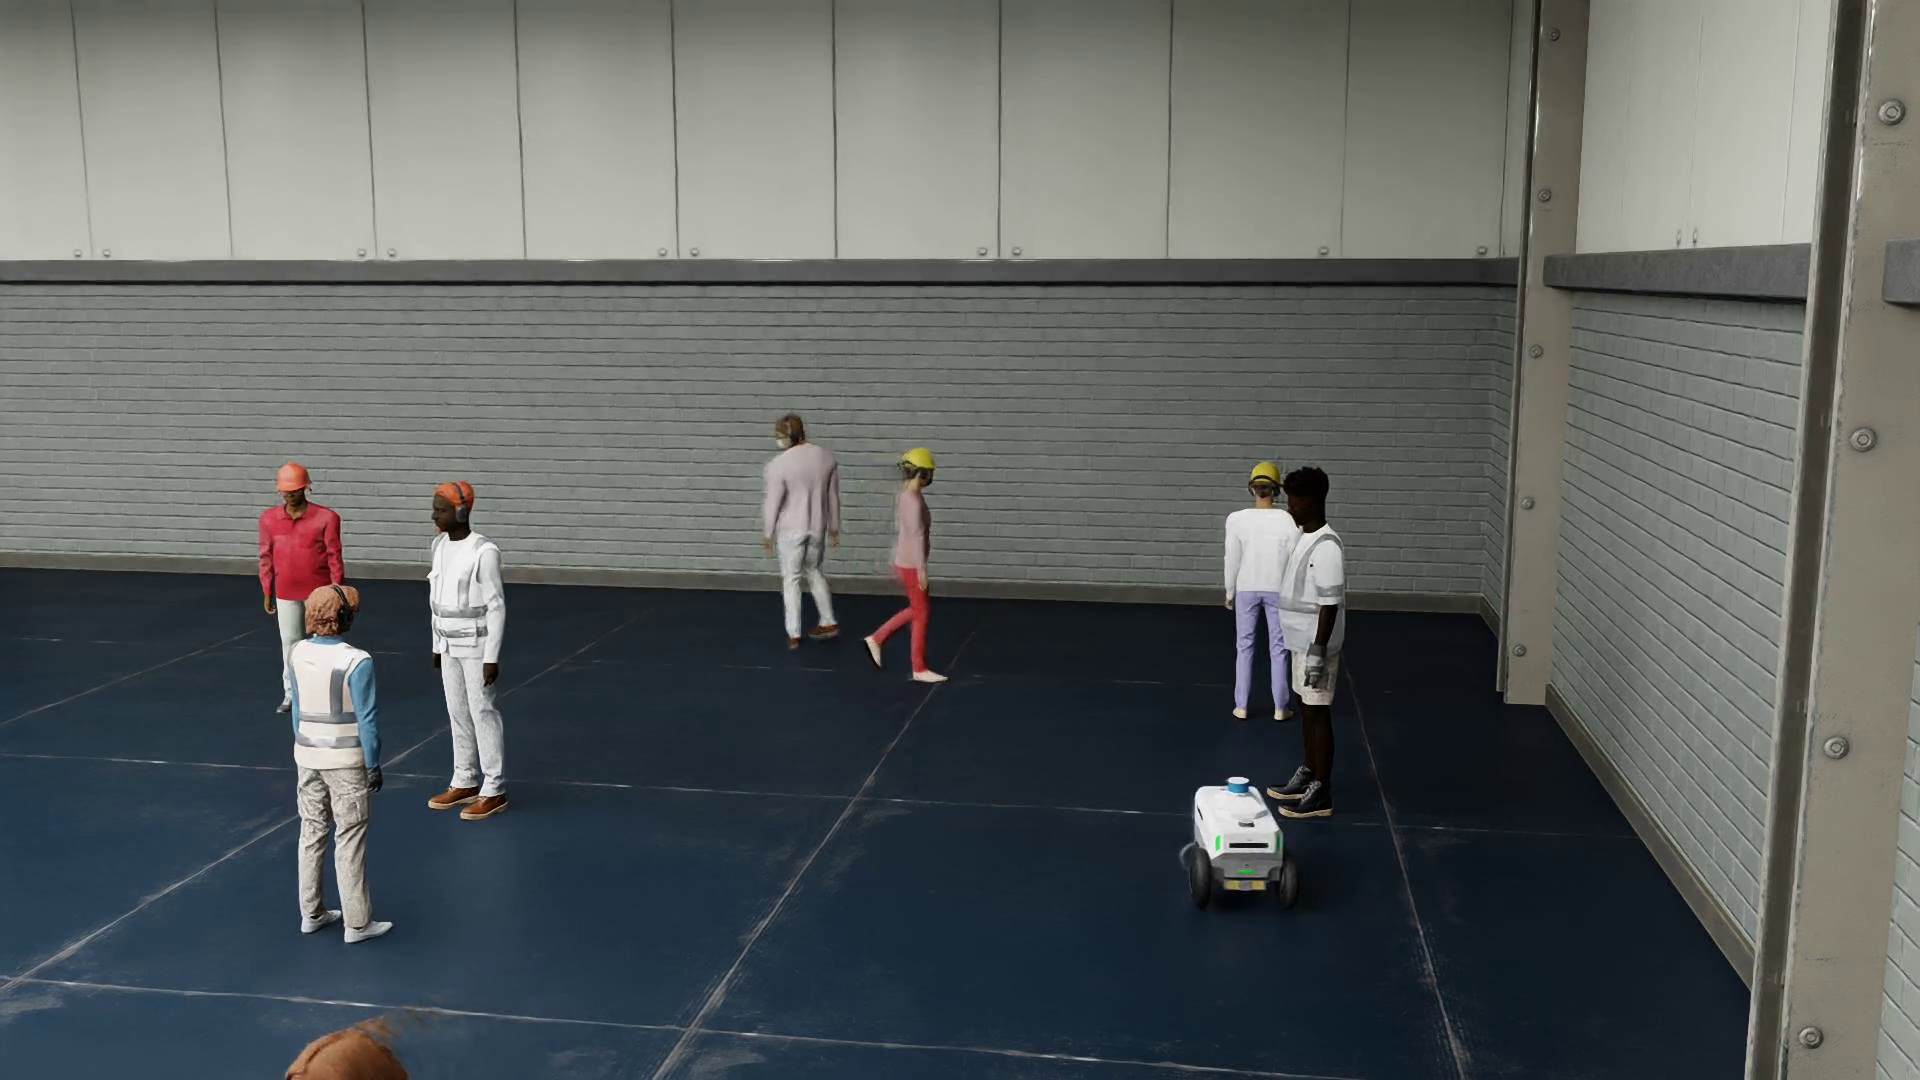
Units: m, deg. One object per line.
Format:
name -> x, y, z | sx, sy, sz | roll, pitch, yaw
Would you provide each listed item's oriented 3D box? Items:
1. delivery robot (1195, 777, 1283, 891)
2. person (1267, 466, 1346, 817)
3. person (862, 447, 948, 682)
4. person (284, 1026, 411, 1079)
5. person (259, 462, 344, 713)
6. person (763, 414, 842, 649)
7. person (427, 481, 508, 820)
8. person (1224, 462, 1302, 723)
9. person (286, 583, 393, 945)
delivery robot -> 1.355, 1.402, 8.128 | 0.477, 0.478, 0.707 | 0, 9, 1
person -> 1.949, 0.562, 9.278 | 0.376, 1.959, 0.603 | 0, 9, 2
person -> -0.400, 0.185, 12.277 | 0.548, 1.742, 0.552 | -1, 9, -6
person -> -1.122, 1.704, 3.349 | 0.510, 1.599, 0.806 | 6, 11, 35
person -> -4.512, 0.330, 11.384 | 0.568, 1.744, 0.358 | -1, 9, -3
person -> -1.253, -0.069, 13.393 | 0.745, 1.898, 0.457 | -7, 11, -35
person -> -2.748, 0.607, 9.241 | 0.584, 1.879, 0.337 | 8, 12, 40
person -> 2.038, 0.353, 11.190 | 0.524, 1.760, 0.326 | 2, 9, 14
person -> -2.832, 1.010, 7.542 | 0.513, 1.630, 0.317 | 5, 10, 26
